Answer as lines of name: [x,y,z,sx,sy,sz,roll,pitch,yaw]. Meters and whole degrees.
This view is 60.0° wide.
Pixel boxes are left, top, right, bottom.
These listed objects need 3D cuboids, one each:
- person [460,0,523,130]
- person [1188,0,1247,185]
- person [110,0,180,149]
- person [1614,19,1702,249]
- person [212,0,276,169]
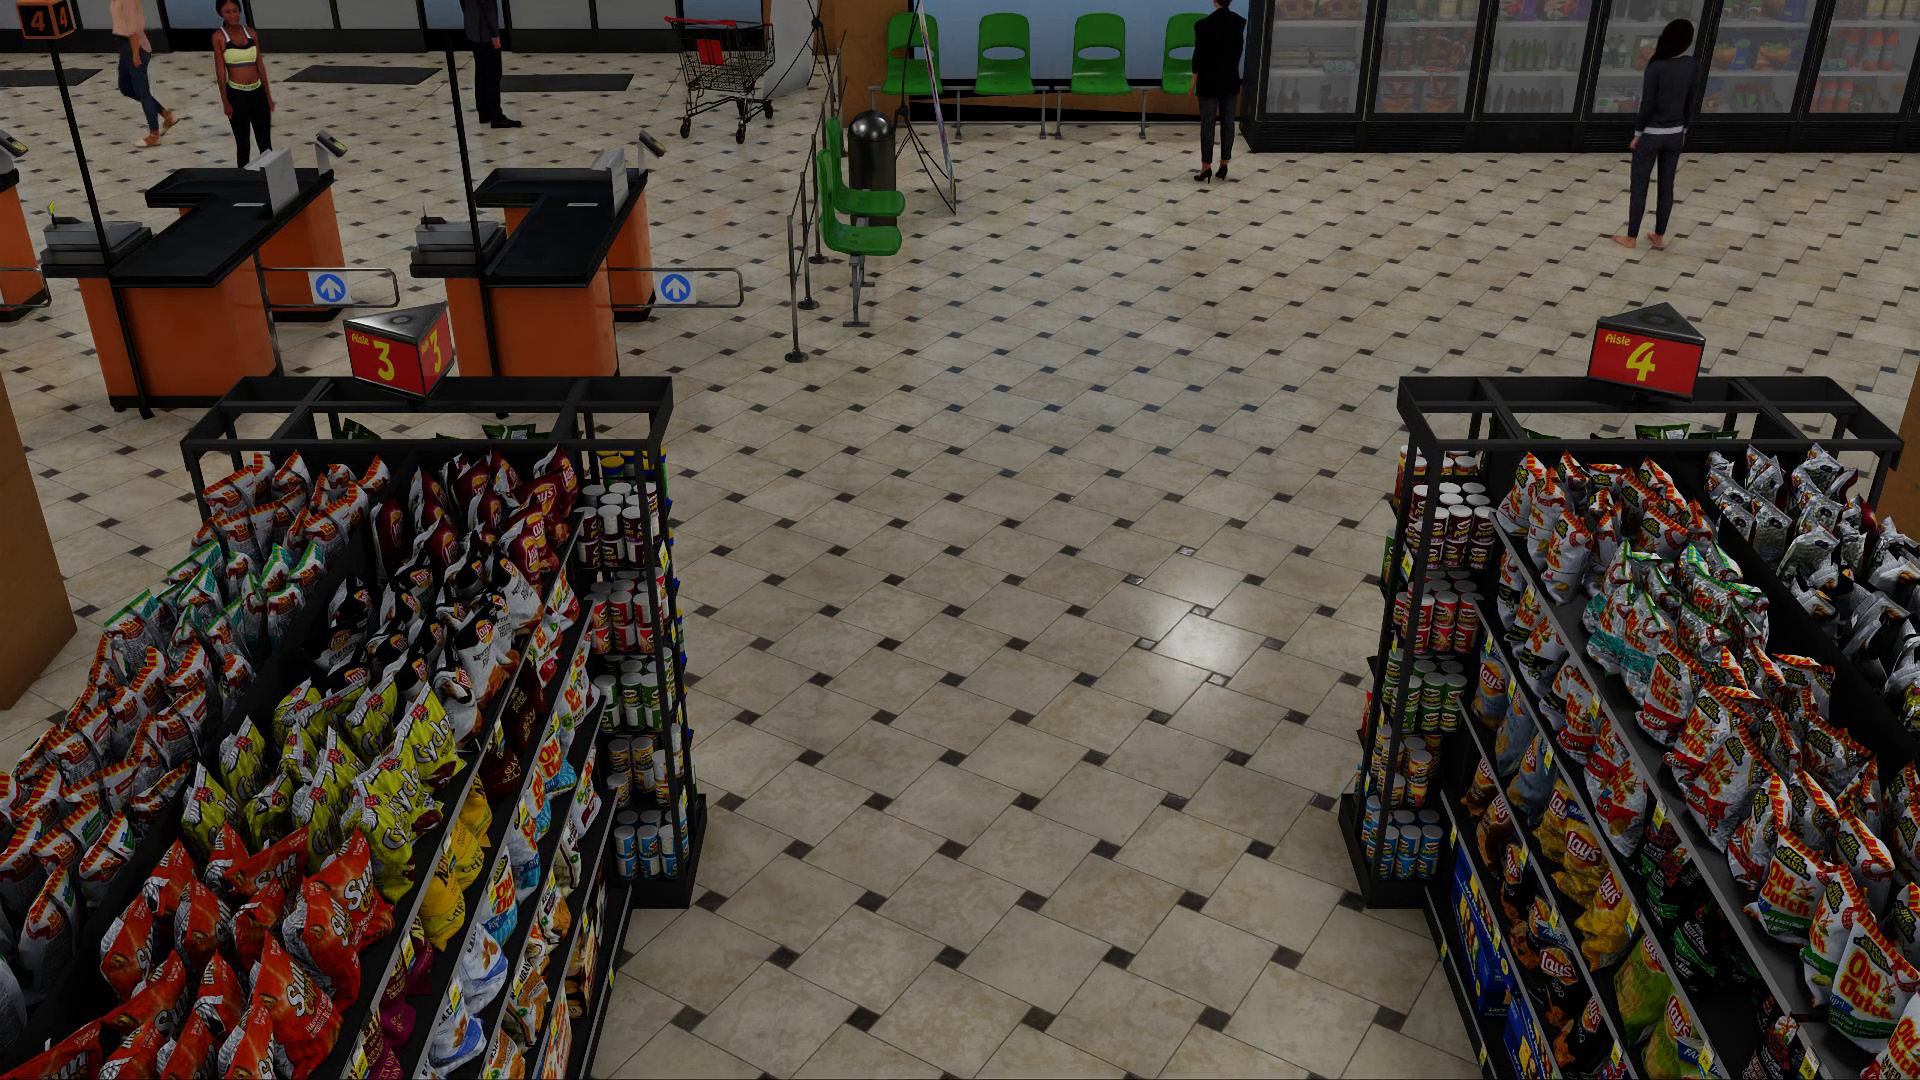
person: [-4.658,-4.994,16.275,0.866,1.839,0.771,-21,35,-33]
person: [2.265,-4.005,14.591,0.715,1.719,0.688,-10,30,-18]
person: [-7.661,-4.601,15.614,0.836,1.784,0.779,-19,34,-30]
person: [5.485,-3.170,13.010,0.634,1.767,0.559,-4,29,-7]
person: [-5.999,-3.694,13.985,0.639,1.754,0.693,-24,37,-37]
